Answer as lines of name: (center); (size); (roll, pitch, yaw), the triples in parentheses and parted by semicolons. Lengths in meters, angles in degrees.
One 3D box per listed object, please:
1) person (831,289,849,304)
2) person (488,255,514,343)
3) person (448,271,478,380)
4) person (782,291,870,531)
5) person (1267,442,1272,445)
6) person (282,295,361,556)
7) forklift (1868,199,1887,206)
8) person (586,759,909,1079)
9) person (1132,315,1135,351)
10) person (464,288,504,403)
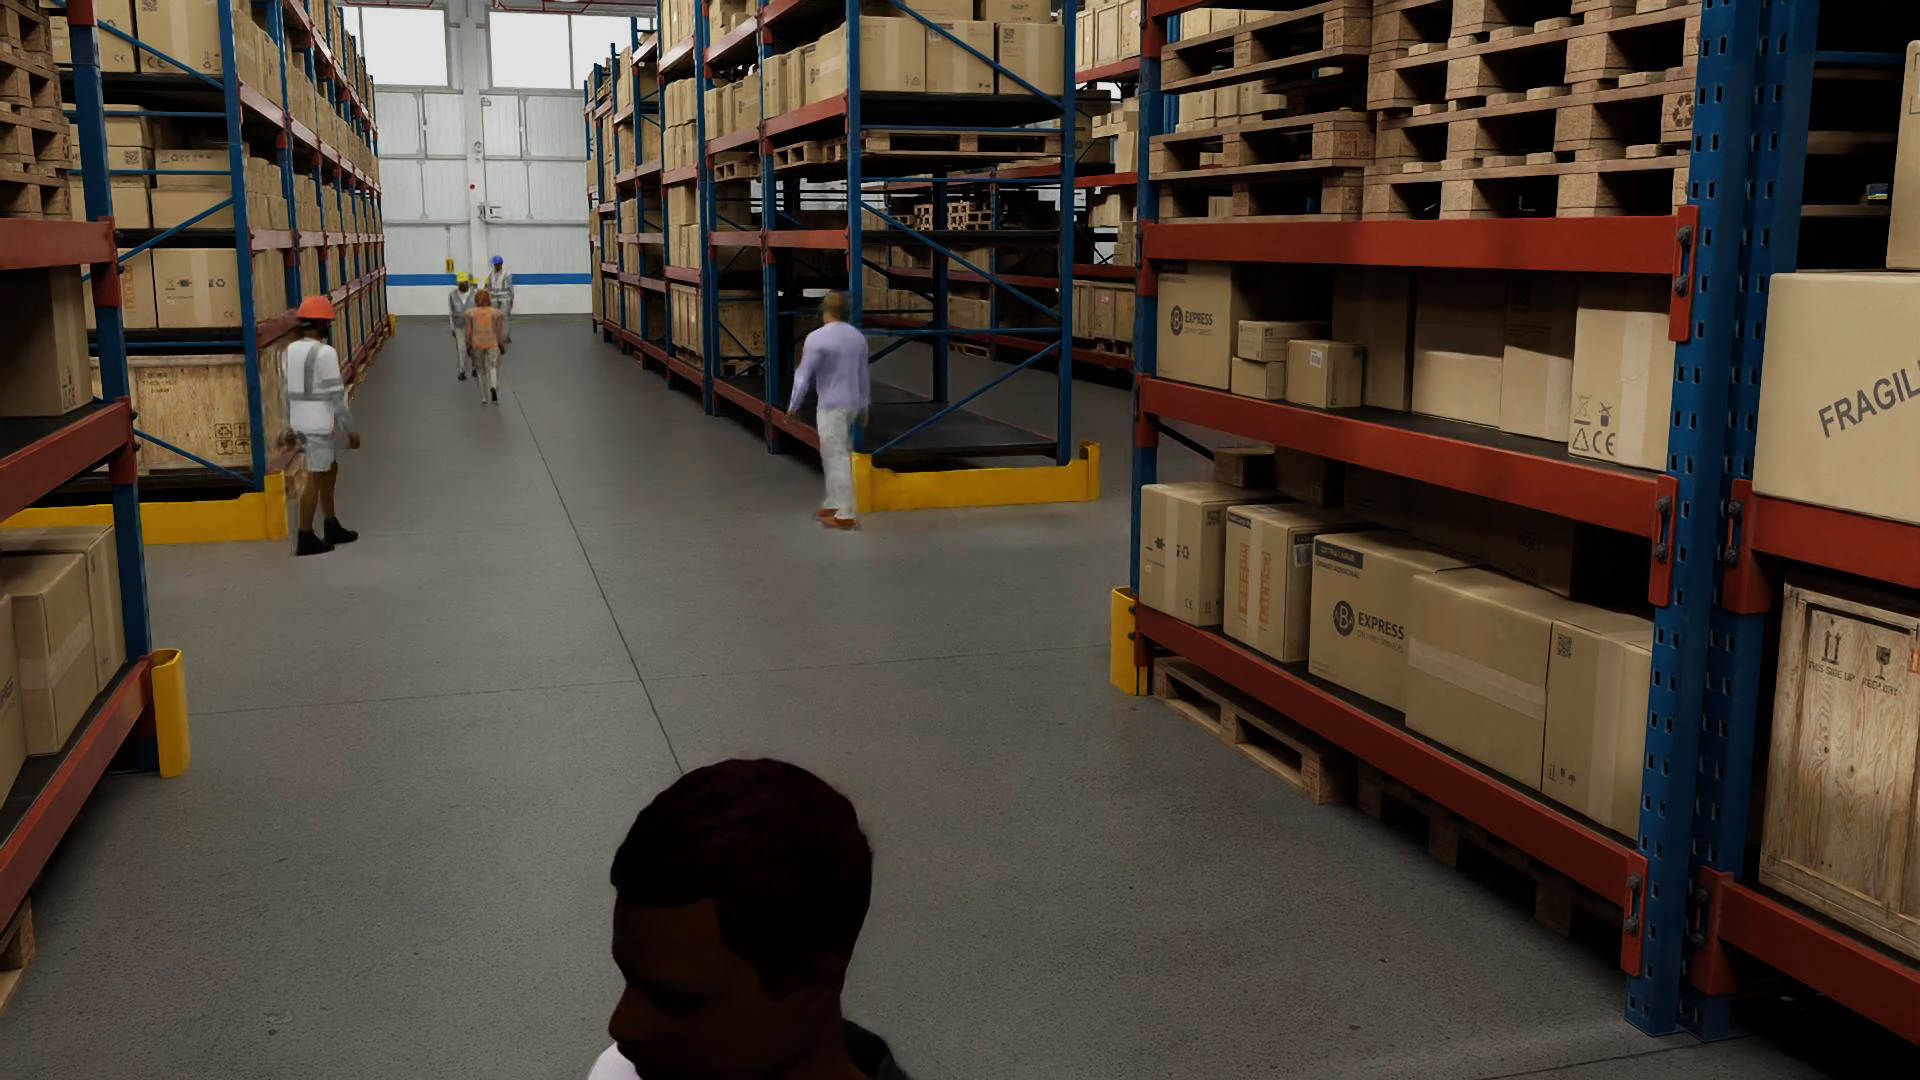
person: (-2.613, -5.412, 37.385); (0.577, 1.915, 0.434); (-2, 11, -11)
person: (-10.206, -5.344, 36.924); (0.615, 1.945, 0.403); (3, 11, 15)
person: (-8.182, -3.568, 27.634); (0.593, 1.797, 0.915); (-2, 10, -9)
person: (-1.076, -1.037, 13.409); (0.684, 1.905, 0.661); (6, 12, 31)
person: (1.942, -0.316, 9.710); (0.758, 1.820, 0.636); (-3, 11, -17)
person: (-4.723, -0.860, 12.427); (0.560, 1.908, 0.747); (9, 13, 40)
forklift: (11.338, -2.915, 21.052); (1.129, 2.768, 1.873); (-3, 11, -17)
person: (-0.143, 1.118, 1.587); (0.596, 1.915, 0.374); (9, 14, 41)
person: (2.475, -2.461, 21.982); (0.281, 1.633, 0.501); (-8, 13, -39)
person: (-6.706, -2.728, 23.454); (0.539, 1.622, 0.407); (-3, 11, -18)
